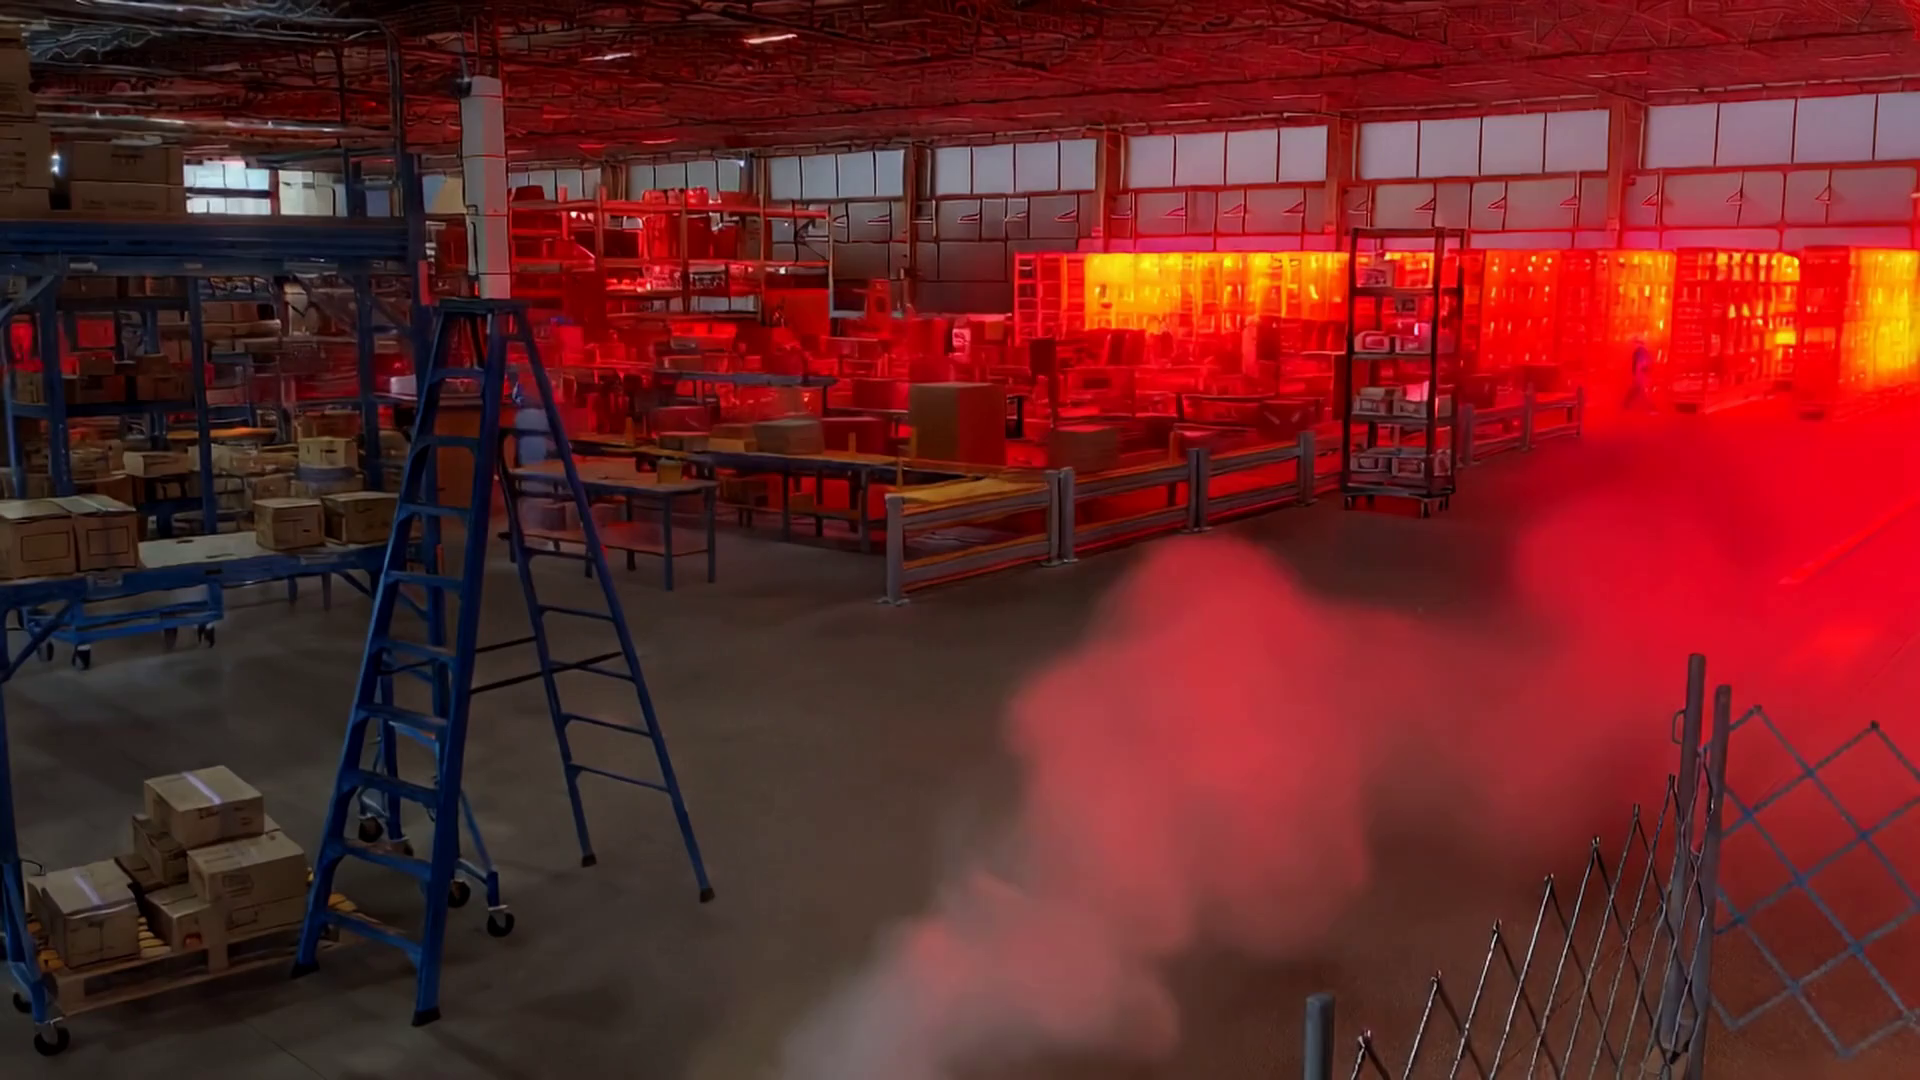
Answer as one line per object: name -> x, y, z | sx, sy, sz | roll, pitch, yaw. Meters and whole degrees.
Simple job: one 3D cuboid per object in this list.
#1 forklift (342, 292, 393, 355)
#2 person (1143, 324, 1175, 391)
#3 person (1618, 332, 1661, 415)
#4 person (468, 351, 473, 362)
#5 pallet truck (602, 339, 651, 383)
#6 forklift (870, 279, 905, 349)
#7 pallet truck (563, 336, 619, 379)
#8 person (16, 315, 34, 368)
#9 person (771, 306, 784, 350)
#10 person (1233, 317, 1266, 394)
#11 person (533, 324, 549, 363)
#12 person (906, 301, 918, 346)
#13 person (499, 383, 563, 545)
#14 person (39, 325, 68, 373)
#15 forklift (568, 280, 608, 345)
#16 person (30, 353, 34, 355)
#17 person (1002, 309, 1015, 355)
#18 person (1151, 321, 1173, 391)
forklift -> -16.485, -5.622, 45.120 | 1.129, 2.768, 1.873 | 7, 11, 37
person -> 5.071, -4.600, 42.169 | 1.004, 1.797, 0.564 | -6, 11, -32
person -> 14.661, -3.590, 35.834 | 0.909, 1.792, 0.603 | 7, 11, 36
person -> -13.712, -5.400, 47.035 | 0.609, 1.823, 0.420 | 6, 11, 31
pallet truck -> -8.991, -4.871, 45.351 | 0.653, 1.274, 1.630 | 7, 11, 37
forklift -> -3.164, -9.110, 66.889 | 1.129, 2.768, 1.873 | 7, 11, 37
pallet truck -> -10.690, -5.294, 48.215 | 1.601, 1.201, 0.680 | -5, 10, -26
person -> -27.516, -5.708, 48.931 | 0.452, 1.822, 0.568 | -2, 9, -11
person -> -6.157, -6.951, 56.316 | 0.392, 1.946, 0.616 | 5, 11, 30
person -> 7.304, -4.604, 41.649 | 0.598, 1.957, 0.942 | -6, 11, -32
person -> -11.135, -4.856, 44.022 | 0.540, 1.695, 0.318 | -3, 10, -17
person -> -2.060, -8.891, 68.524 | 0.759, 1.909, 0.565 | 6, 11, 32
person -> -4.824, -0.850, 18.680 | 1.008, 1.822, 0.511 | 4, 10, 23
person -> -22.530, -4.519, 41.384 | 0.945, 1.868, 0.652 | 6, 11, 34
forklift -> -12.107, -6.988, 53.644 | 1.129, 2.768, 1.873 | 1, 9, 5
person -> -33.779, -7.502, 60.374 | 0.599, 1.745, 0.543 | -8, 12, -40
person -> 1.818, -7.738, 61.903 | 0.485, 1.735, 0.343 | -1, 9, -7
person -> 4.874, -4.318, 40.056 | 0.651, 1.897, 0.512 | -7, 11, -36
